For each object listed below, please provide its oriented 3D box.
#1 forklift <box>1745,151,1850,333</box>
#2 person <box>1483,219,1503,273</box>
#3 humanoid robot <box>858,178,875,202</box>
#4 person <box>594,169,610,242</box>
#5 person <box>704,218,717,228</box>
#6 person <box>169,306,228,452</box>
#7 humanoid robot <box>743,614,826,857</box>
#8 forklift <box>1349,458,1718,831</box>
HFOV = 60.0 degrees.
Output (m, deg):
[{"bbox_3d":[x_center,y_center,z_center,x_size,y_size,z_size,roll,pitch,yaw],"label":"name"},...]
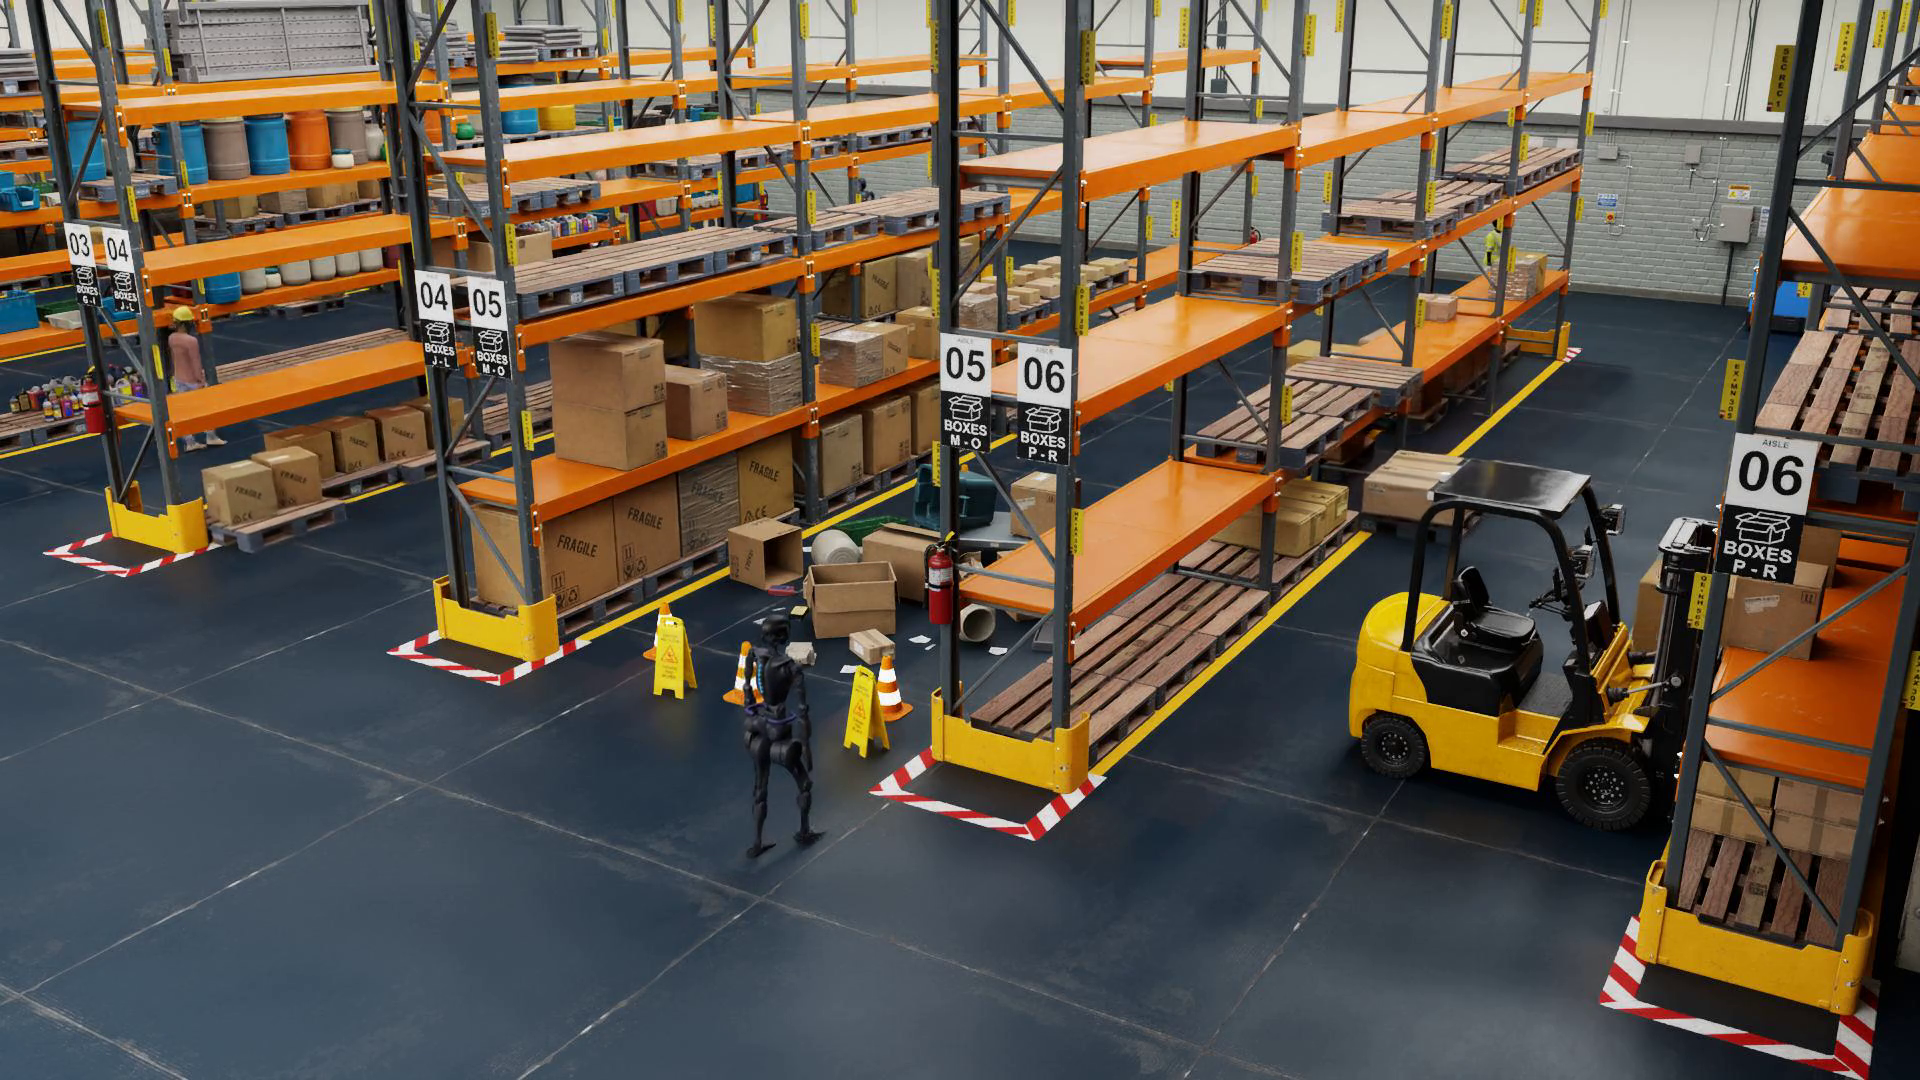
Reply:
[{"bbox_3d":[13.620,-4.667,26.137,1.873,2.768,1.129,11,22,29],"label":"forklift"},{"bbox_3d":[8.878,-4.574,27.651,0.318,1.696,0.533,16,25,39],"label":"person"},{"bbox_3d":[-1.902,-6.286,32.646,0.590,1.644,0.369,-10,22,-28],"label":"humanoid robot"},{"bbox_3d":[-7.555,-7.156,34.979,0.598,1.780,0.572,12,22,31],"label":"person"},{"bbox_3d":[-5.241,-7.062,34.863,0.491,1.688,0.349,-6,20,-18],"label":"person"},{"bbox_3d":[-9.153,-1.943,19.949,0.545,1.747,0.596,10,22,28],"label":"person"},{"bbox_3d":[-1.200,1.250,10.864,0.583,1.641,0.537,13,23,33],"label":"humanoid robot"},{"bbox_3d":[3.988,0.658,11.776,2.313,2.155,1.214,11,22,29],"label":"forklift"}]
